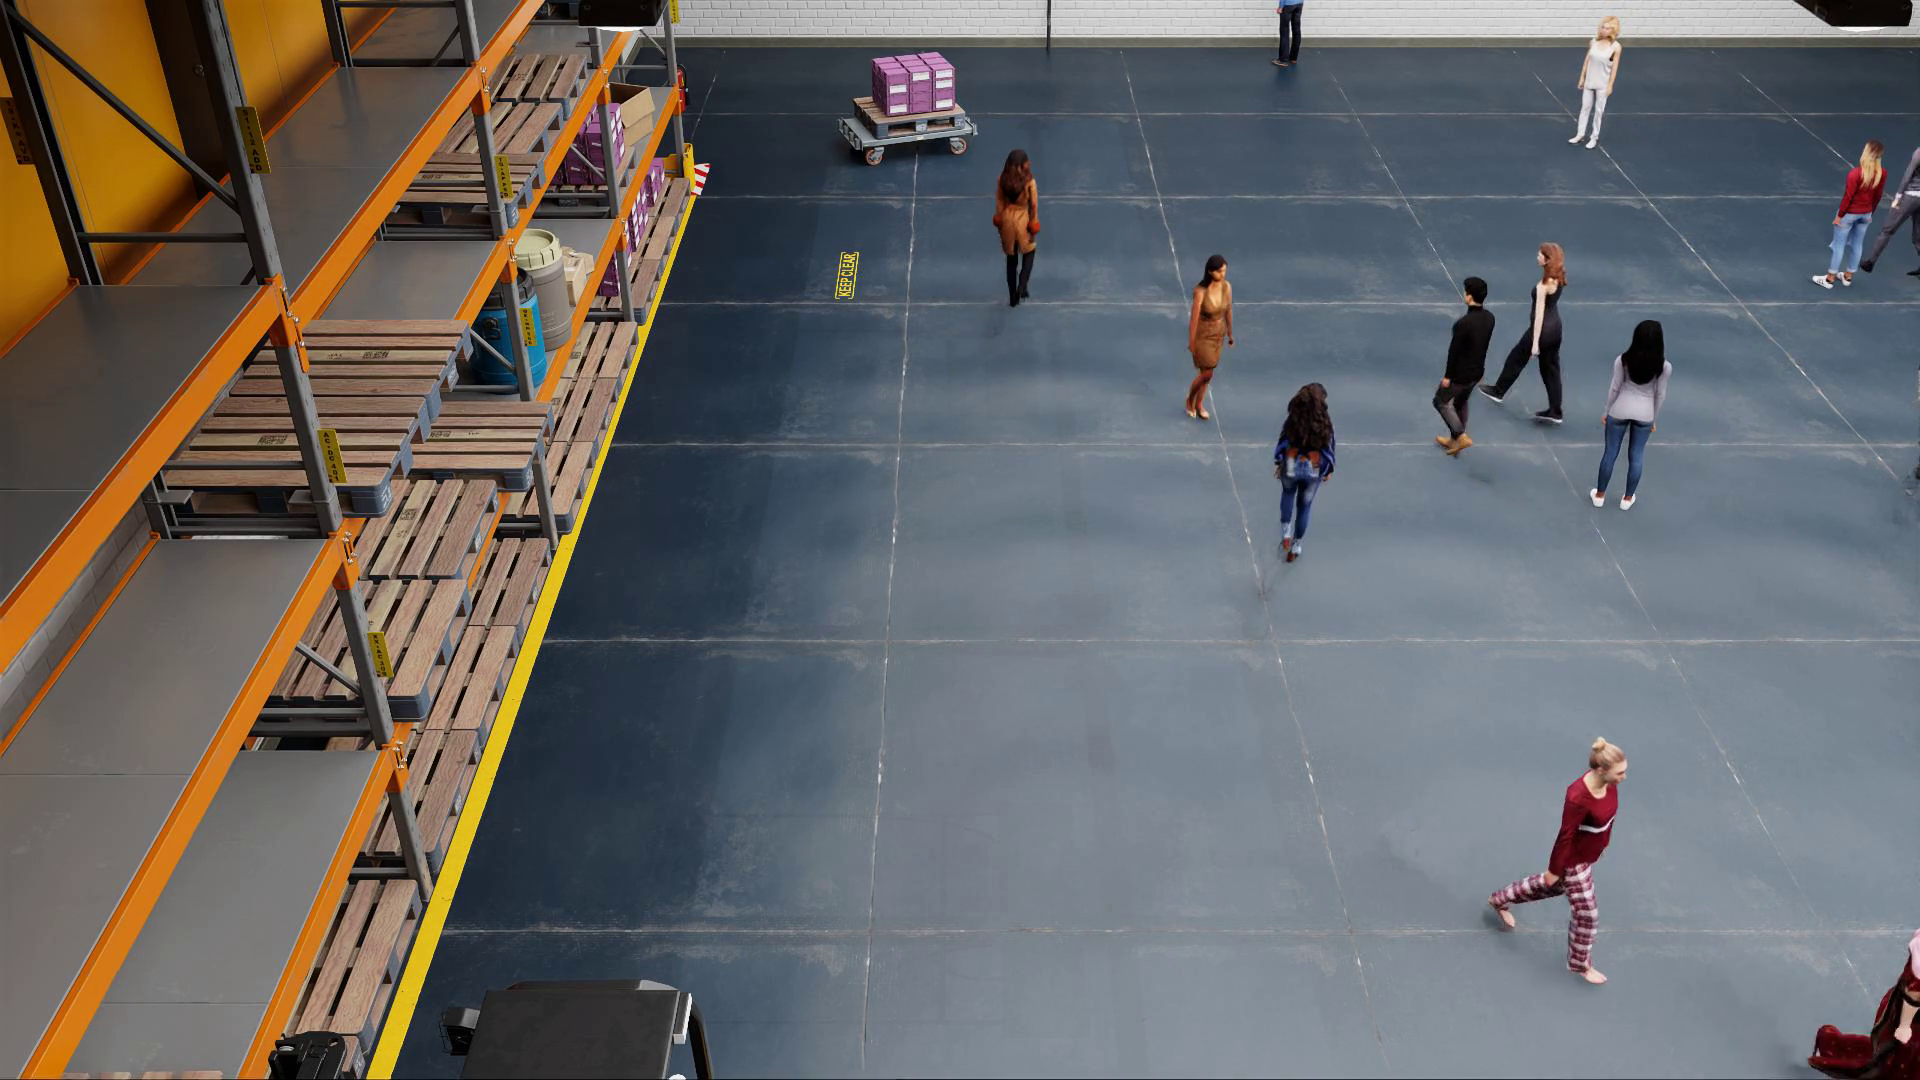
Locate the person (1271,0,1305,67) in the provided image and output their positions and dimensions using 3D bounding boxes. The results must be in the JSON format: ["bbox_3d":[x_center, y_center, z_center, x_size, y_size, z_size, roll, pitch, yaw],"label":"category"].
[{"bbox_3d":[4.840,-7.850,24.209,0.743,1.820,0.763,-21,39,-28],"label":"person"}]

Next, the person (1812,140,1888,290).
[{"bbox_3d":[9.588,-3.490,17.818,0.637,1.634,0.578,-6,34,-8],"label":"person"}]

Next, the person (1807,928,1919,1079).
[{"bbox_3d":[5.042,2.465,8.871,0.916,1.620,1.042,-17,37,-24],"label":"person"}]

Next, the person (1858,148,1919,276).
[{"bbox_3d":[10.376,-3.650,17.945,0.781,1.760,0.906,-12,36,-18],"label":"person"}]

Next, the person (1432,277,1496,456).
[{"bbox_3d":[4.515,-1.490,14.735,0.828,1.715,0.878,-21,39,-28],"label":"person"}]

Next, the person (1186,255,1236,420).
[{"bbox_3d":[2.238,-1.889,15.369,0.699,1.678,0.749,-23,40,-31],"label":"person"}]

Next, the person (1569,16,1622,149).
[{"bbox_3d":[8.232,-5.914,21.431,0.746,1.671,0.681,-27,42,-34],"label":"person"}]

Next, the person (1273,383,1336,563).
[{"bbox_3d":[2.734,-0.516,13.360,0.741,1.615,0.748,12,35,17],"label":"person"}]

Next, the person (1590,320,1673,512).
[{"bbox_3d":[5.670,-1.048,14.052,0.662,1.736,0.629,11,35,16],"label":"person"}]

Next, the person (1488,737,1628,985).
[{"bbox_3d":[3.560,1.814,9.816,1.101,1.659,1.064,27,42,34],"label":"person"}]

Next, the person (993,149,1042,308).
[{"bbox_3d":[0.561,-3.212,17.330,0.761,1.711,0.734,9,35,13],"label":"person"}]

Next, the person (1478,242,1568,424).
[{"bbox_3d":[5.461,-1.859,15.316,1.118,1.687,1.080,26,42,34],"label":"person"}]
